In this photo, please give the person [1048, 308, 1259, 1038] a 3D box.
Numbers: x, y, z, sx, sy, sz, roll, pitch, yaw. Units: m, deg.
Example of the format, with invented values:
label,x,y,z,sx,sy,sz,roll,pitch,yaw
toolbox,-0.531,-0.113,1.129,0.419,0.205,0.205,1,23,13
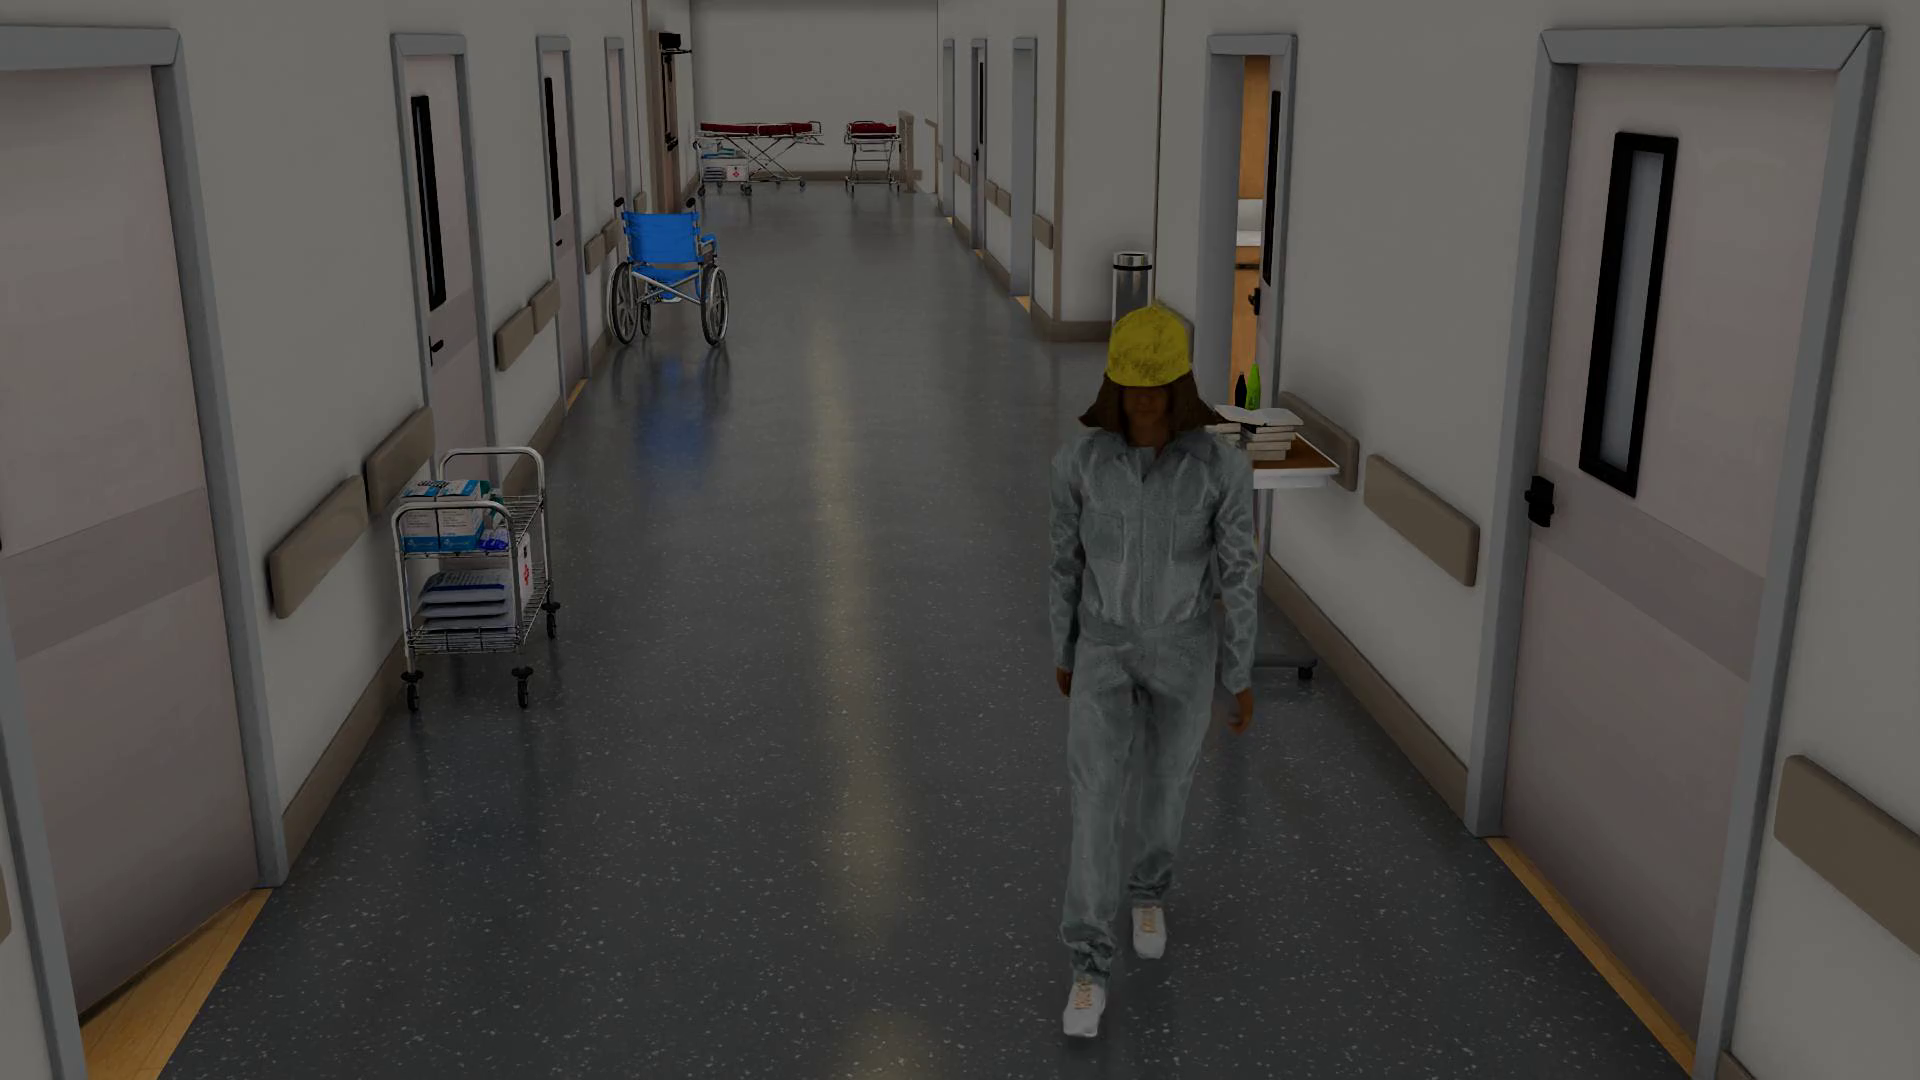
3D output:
label,x,y,z,sx,sy,sz,roll,pitch,yaw
person,0.449,0.312,3.960,0.504,1.707,0.818,2,17,5
